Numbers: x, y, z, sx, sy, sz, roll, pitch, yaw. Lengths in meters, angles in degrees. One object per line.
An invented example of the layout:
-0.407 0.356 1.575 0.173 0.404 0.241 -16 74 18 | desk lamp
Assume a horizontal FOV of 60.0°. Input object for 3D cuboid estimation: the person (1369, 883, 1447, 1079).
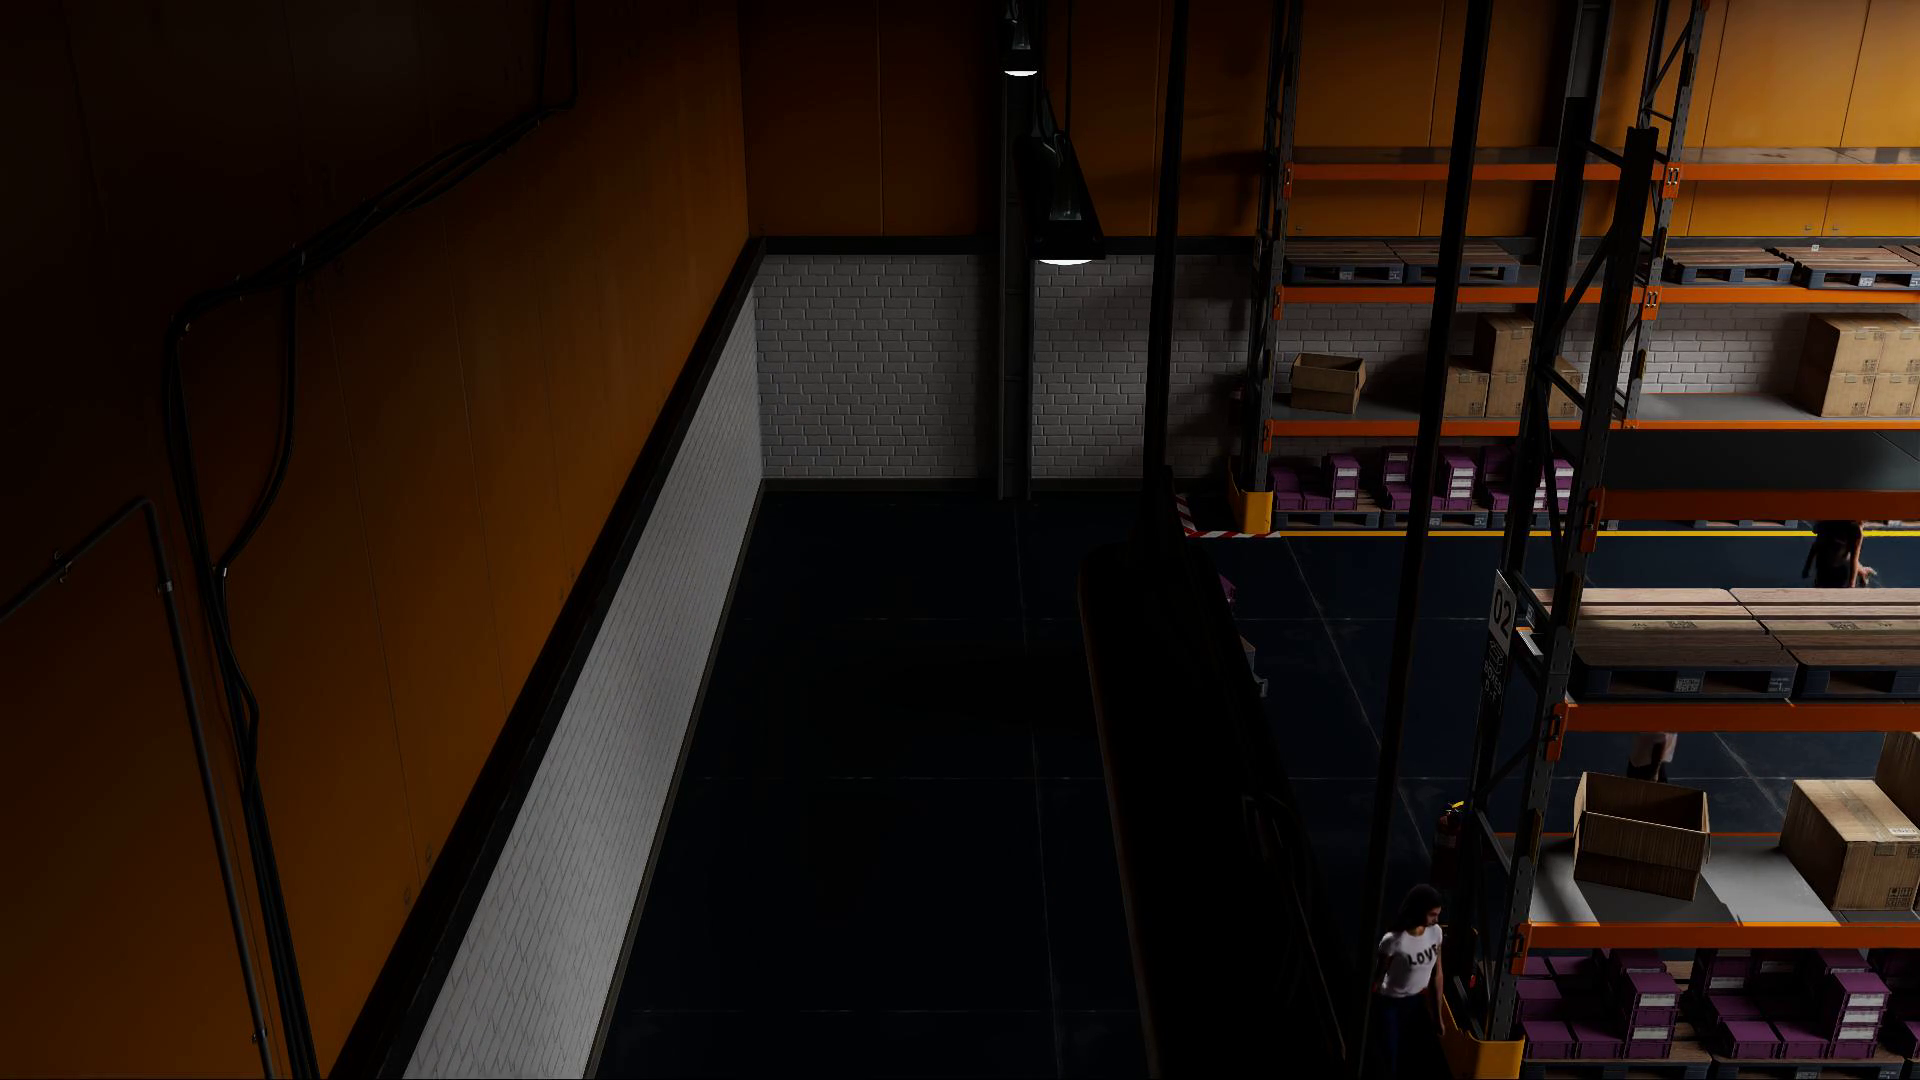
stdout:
2.535 2.763 9.994 1.079 1.730 1.038 -12 26 -26 | person
